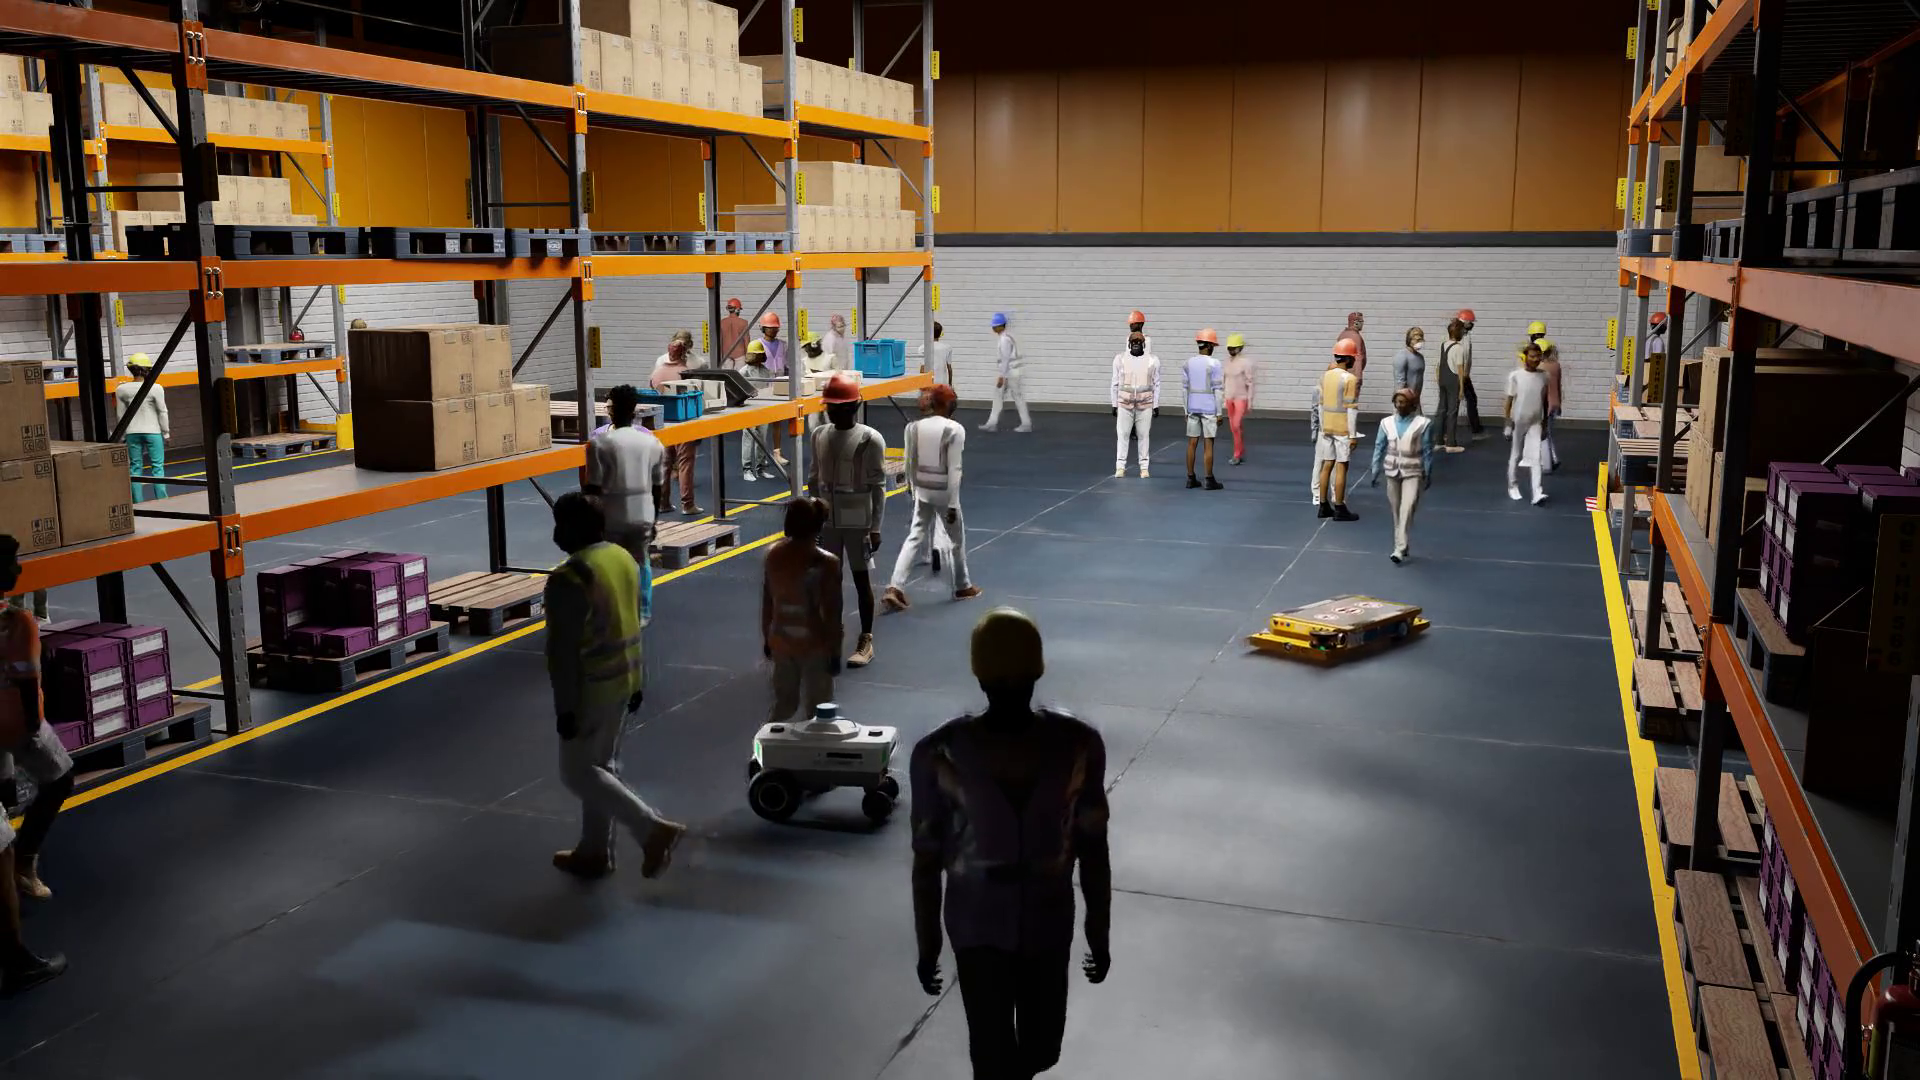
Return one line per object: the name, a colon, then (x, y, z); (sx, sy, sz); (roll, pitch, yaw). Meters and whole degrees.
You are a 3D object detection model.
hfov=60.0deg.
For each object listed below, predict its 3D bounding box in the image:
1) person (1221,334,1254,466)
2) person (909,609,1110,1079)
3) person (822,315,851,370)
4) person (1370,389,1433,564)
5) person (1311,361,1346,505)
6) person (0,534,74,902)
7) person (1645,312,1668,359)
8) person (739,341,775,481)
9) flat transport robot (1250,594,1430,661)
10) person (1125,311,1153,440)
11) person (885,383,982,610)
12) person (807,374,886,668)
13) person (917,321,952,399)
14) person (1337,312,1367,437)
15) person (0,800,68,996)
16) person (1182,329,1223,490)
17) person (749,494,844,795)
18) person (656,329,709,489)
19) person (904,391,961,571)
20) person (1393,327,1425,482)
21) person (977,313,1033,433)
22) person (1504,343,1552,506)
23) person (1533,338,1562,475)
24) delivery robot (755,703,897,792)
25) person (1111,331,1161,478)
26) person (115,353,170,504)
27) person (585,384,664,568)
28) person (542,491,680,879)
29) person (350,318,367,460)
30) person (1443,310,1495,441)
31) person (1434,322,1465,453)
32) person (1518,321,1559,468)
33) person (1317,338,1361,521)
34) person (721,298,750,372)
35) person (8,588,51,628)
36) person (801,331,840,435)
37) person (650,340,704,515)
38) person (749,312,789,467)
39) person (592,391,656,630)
person: (3.638, -1.865, 22.163); (0.646, 1.743, 0.544); (-8, 13, -37)
person: (0.141, 1.111, 4.963); (0.594, 1.900, 0.807); (-2, 10, -11)
person: (-1.851, -2.509, 25.474); (0.415, 1.872, 0.817); (3, 10, 15)
person: (4.039, -0.582, 15.325); (0.528, 1.600, 0.753); (8, 13, 37)
person: (4.192, -1.204, 18.745); (0.497, 1.633, 0.278); (-1, 10, -7)
person: (-4.193, 0.801, 7.313); (0.538, 1.688, 0.363); (3, 10, 16)
person: (10.302, -2.407, 24.670); (0.363, 1.934, 0.553); (0, 10, -1)
person: (-2.526, -1.610, 20.726); (0.295, 1.744, 0.492); (8, 13, 39)
flat transport robot: (2.822, 0.626, 12.275); (0.652, 0.197, 1.431); (10, 14, 44)
person: (2.645, -2.471, 25.029); (0.355, 1.938, 0.545); (-7, 12, -35)
person: (-0.238, -0.353, 13.438); (0.589, 1.831, 1.049); (8, 13, 39)
person: (-0.811, -0.132, 11.563); (0.613, 2.041, 0.377); (5, 11, 28)
person: (-0.345, -2.111, 23.193); (0.509, 1.872, 0.329); (-4, 11, -19)
person: (6.003, -2.524, 25.411); (0.400, 1.907, 0.645); (-2, 10, -10)
person: (-3.901, 0.901, 6.216); (0.601, 1.886, 0.889); (5, 11, 25)
person: (2.925, -1.560, 19.928); (0.543, 1.927, 0.375); (9, 13, 41)
person: (-0.870, 0.578, 8.739); (0.543, 1.621, 0.490); (6, 12, 30)
person: (-3.333, -1.587, 20.072); (0.647, 1.926, 0.622); (-2, 10, -12)
person: (-0.258, -0.530, 15.002); (0.520, 1.612, 0.690); (1, 10, 6)
person: (5.487, -1.640, 20.358); (0.374, 1.934, 0.628); (8, 13, 38)
person: (0.701, -2.584, 25.840); (0.970, 1.870, 0.621); (-2, 10, -10)
person: (6.436, -1.310, 18.811); (0.552, 1.818, 0.996); (0, 10, 1)
person: (7.414, -1.686, 21.130); (0.546, 1.740, 0.399); (-7, 12, -33)
delivery robot: (-0.688, 1.090, 8.602); (0.707, 0.478, 0.477); (1, 10, 6)
person: (2.209, -1.697, 20.940); (0.621, 1.845, 0.429); (1, 10, 5)
person: (-8.834, -1.139, 18.030); (0.523, 1.762, 0.328); (-1, 10, -4)
person: (-2.388, -0.137, 11.909); (0.642, 1.938, 0.549); (-8, 13, -36)
person: (-1.608, 0.682, 7.604); (0.636, 1.818, 0.648); (3, 11, 17)
person: (-8.102, -2.047, 22.644); (0.376, 1.936, 0.627); (2, 10, 9)
person: (7.584, -2.451, 24.838); (0.946, 1.952, 0.647); (-1, 10, -7)
person: (6.950, -2.161, 23.541); (0.326, 1.843, 0.517); (-4, 11, -23)
person: (7.566, -1.911, 21.901); (0.592, 1.925, 0.385); (-3, 10, -15)
person: (4.057, -1.173, 17.718); (0.377, 1.936, 0.549); (-5, 11, -25)
person: (-3.957, -3.250, 29.280); (0.609, 1.985, 0.392); (3, 10, 14)
person: (-7.151, -0.220, 12.554); (0.512, 1.867, 0.330); (4, 11, 23)
person: (-1.842, -1.878, 22.122); (0.607, 1.786, 0.432); (5, 11, 27)
person: (-3.060, -1.222, 18.128); (0.636, 1.899, 0.396); (5, 11, 28)
person: (-2.500, -1.989, 22.018); (0.614, 2.041, 0.379); (-7, 12, -33)
person: (-2.556, -0.238, 12.704); (0.566, 1.847, 0.390); (3, 11, 19)
